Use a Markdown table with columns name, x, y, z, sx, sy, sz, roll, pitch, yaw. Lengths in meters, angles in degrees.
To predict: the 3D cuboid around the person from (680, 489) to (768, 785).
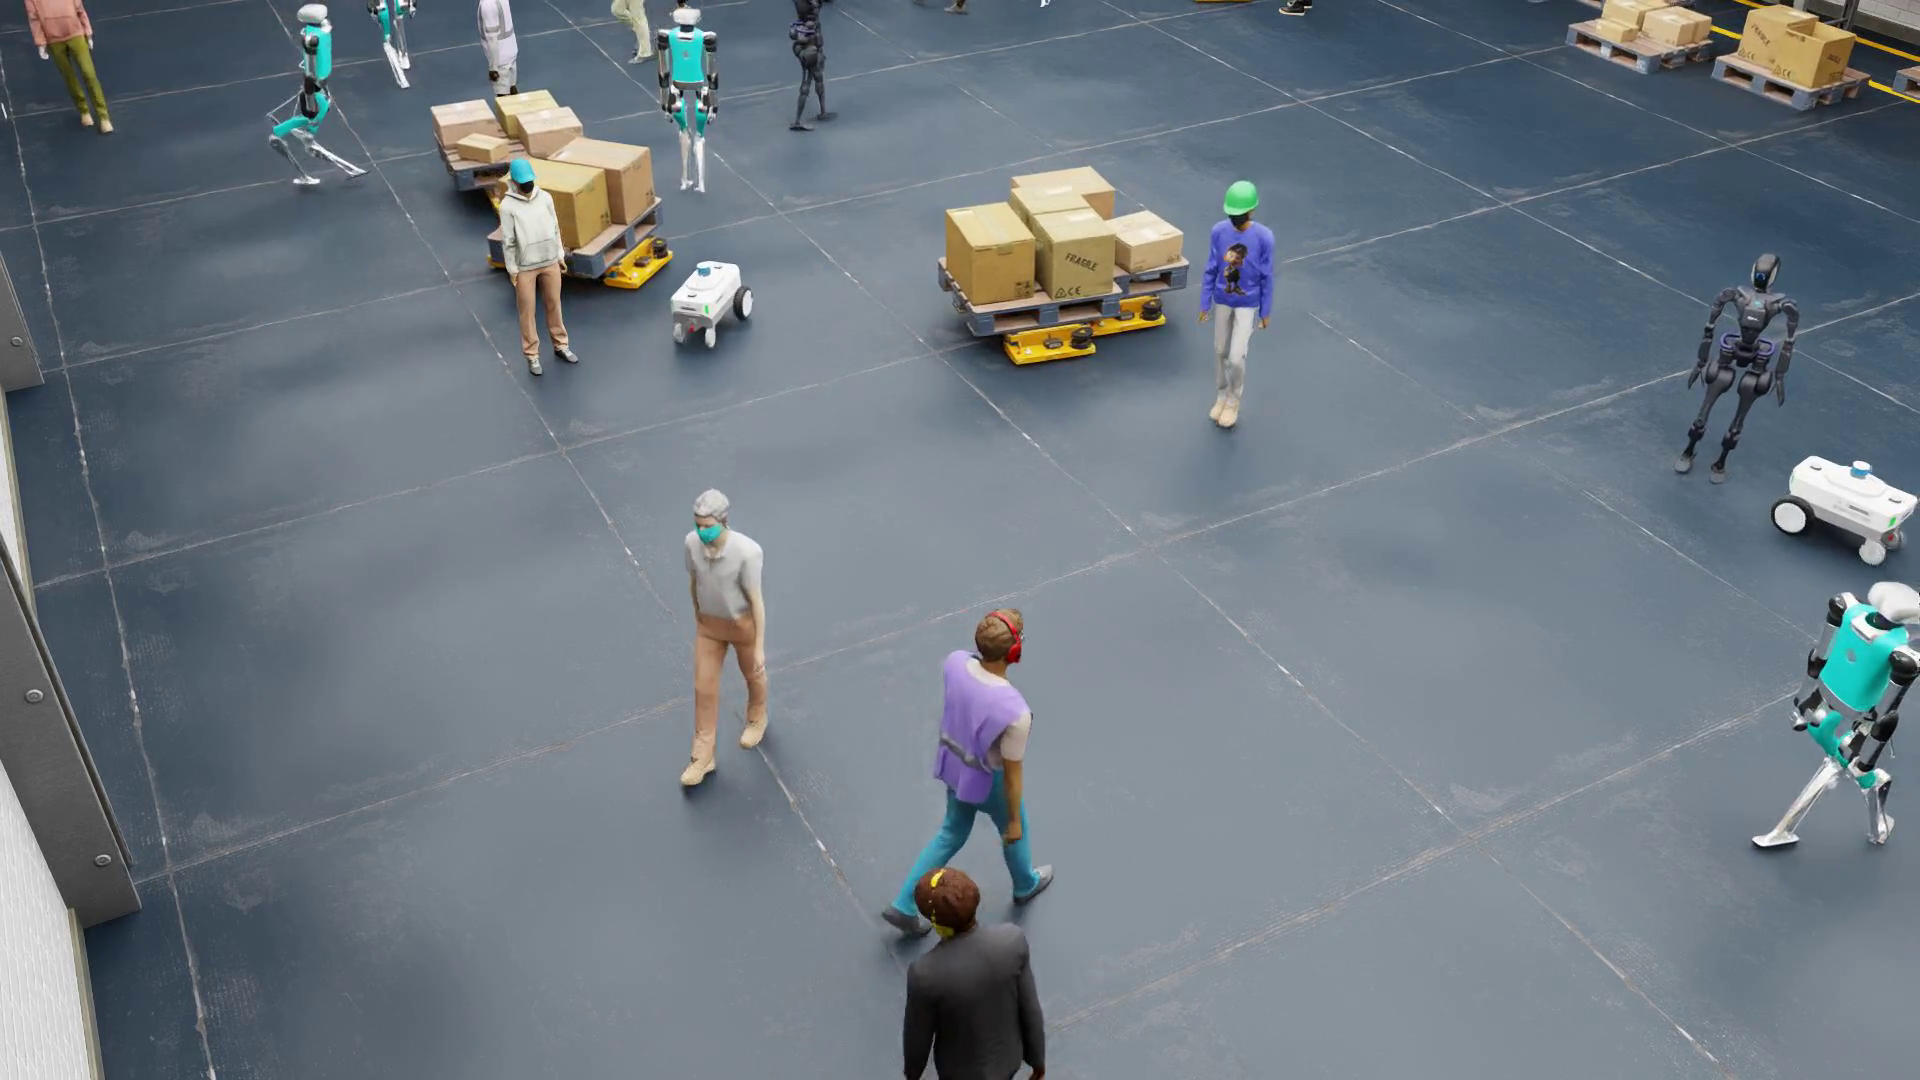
| name | x | y | z | sx | sy | sz | roll | pitch | yaw |
| --- | --- | --- | --- | --- | --- | --- | --- | --- | --- |
| person | -1.238 | 0.517 | 8.714 | 0.495 | 1.714 | 0.803 | 10 | 36 | 14 |

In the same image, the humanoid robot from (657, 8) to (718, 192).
| name | x | y | z | sx | sy | sz | roll | pitch | yaw |
| --- | --- | --- | --- | --- | --- | --- | --- | --- | --- |
| humanoid robot | -2.436 | -4.028 | 15.211 | 0.569 | 1.788 | 0.719 | -1 | 35 | -2 |

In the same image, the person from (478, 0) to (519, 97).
| name | x | y | z | sx | sy | sz | roll | pitch | yaw |
| --- | --- | --- | --- | --- | --- | --- | --- | --- | --- |
| person | -4.423 | -4.630 | 15.883 | 0.385 | 1.930 | 0.542 | 0 | 35 | 0 |

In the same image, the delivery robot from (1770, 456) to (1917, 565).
| name | x | y | z | sx | sy | sz | roll | pitch | yaw |
| --- | --- | --- | --- | --- | --- | --- | --- | --- | --- |
| delivery robot | 5.757 | -0.246 | 10.806 | 0.499 | 0.581 | 0.768 | -27 | 43 | -33 |

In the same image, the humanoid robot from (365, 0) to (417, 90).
| name | x | y | z | sx | sy | sz | roll | pitch | yaw |
| --- | --- | --- | --- | --- | --- | --- | --- | --- | --- |
| humanoid robot | -6.101 | -5.780 | 17.727 | 0.532 | 1.778 | 0.999 | -15 | 38 | -20 |

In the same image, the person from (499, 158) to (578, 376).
| name | x | y | z | sx | sy | sz | roll | pitch | yaw |
| --- | --- | --- | --- | --- | --- | --- | --- | --- | --- |
| person | -3.165 | -2.052 | 12.419 | 0.462 | 1.675 | 0.374 | -24 | 42 | -30 |

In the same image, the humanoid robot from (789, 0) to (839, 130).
| name | x | y | z | sx | sy | sz | roll | pitch | yaw |
| --- | --- | --- | --- | --- | --- | --- | --- | --- | --- |
| humanoid robot | -1.497 | -4.954 | 16.571 | 0.613 | 1.631 | 0.588 | -15 | 38 | -21 |

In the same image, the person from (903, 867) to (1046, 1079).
| name | x | y | z | sx | sy | sz | roll | pitch | yaw |
| --- | --- | --- | --- | --- | --- | --- | --- | --- | --- |
| person | 0.057 | 2.018 | 6.464 | 0.514 | 1.843 | 0.527 | -20 | 40 | -26 |

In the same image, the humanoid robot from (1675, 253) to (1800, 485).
| name | x | y | z | sx | sy | sz | roll | pitch | yaw |
| --- | --- | --- | --- | --- | --- | --- | --- | --- | --- |
| humanoid robot | 5.223 | -1.135 | 11.108 | 0.609 | 1.655 | 0.349 | 17 | 39 | 23 |

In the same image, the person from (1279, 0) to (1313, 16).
| name | x | y | z | sx | sy | sz | roll | pitch | yaw |
| --- | --- | --- | --- | --- | --- | --- | --- | --- | --- |
| person | 4.055 | -7.157 | 19.468 | 0.369 | 1.958 | 0.603 | 17 | 38 | 23 |

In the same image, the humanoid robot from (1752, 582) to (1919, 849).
| name | x | y | z | sx | sy | sz | roll | pitch | yaw |
| --- | --- | --- | --- | --- | --- | --- | --- | --- | --- |
| humanoid robot | 4.526 | 0.907 | 8.195 | 0.870 | 1.835 | 0.565 | -12 | 37 | -17 |

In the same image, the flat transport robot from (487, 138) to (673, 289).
| name | x | y | z | sx | sy | sz | roll | pitch | yaw |
| --- | --- | --- | --- | --- | --- | --- | --- | --- | --- |
| flat transport robot | -3.247 | -2.454 | 14.220 | 1.431 | 0.231 | 0.659 | 11 | 37 | 16 |

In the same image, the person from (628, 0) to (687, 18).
| name | x | y | z | sx | sy | sz | roll | pitch | yaw |
| --- | --- | --- | --- | --- | --- | --- | --- | --- | --- |
| person | -3.612 | -6.955 | 19.441 | 0.924 | 1.640 | 0.538 | 8 | 36 | 11 |

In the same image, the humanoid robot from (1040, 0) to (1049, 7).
| name | x | y | z | sx | sy | sz | roll | pitch | yaw |
| --- | --- | --- | --- | --- | --- | --- | --- | --- | --- |
| humanoid robot | 1.004 | -7.295 | 19.893 | 0.530 | 1.802 | 0.798 | 23 | 41 | 30 |

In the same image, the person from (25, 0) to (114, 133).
| name | x | y | z | sx | sy | sz | roll | pitch | yaw |
| --- | --- | --- | --- | --- | --- | --- | --- | --- | --- |
| person | -8.813 | -4.907 | 16.373 | 0.520 | 1.809 | 0.826 | -16 | 38 | -21 |

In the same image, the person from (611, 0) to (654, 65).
| name | x | y | z | sx | sy | sz | roll | pitch | yaw |
| --- | --- | --- | --- | --- | --- | --- | --- | --- | --- |
| person | -3.578 | -6.086 | 18.047 | 0.449 | 1.821 | 0.586 | -23 | 41 | -29 |

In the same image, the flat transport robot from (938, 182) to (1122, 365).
| name | x | y | z | sx | sy | sz | roll | pitch | yaw |
| --- | --- | --- | --- | --- | --- | --- | --- | --- | --- |
| flat transport robot | 0.534 | -1.841 | 13.344 | 0.659 | 0.231 | 1.431 | -10 | 36 | -14 |

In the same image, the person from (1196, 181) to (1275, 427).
| name | x | y | z | sx | sy | sz | roll | pitch | yaw |
| --- | --- | --- | --- | --- | --- | --- | --- | --- | --- |
| person | 1.903 | -1.635 | 11.668 | 0.489 | 1.851 | 0.536 | 17 | 38 | 23 |

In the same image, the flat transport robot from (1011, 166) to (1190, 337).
| name | x | y | z | sx | sy | sz | roll | pitch | yaw |
| --- | --- | --- | --- | --- | --- | --- | --- | --- | --- |
| flat transport robot | 1.102 | -2.106 | 13.722 | 0.659 | 0.231 | 1.431 | -11 | 37 | -16 |

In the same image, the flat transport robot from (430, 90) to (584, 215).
| name | x | y | z | sx | sy | sz | roll | pitch | yaw |
| --- | --- | --- | --- | --- | --- | --- | --- | --- | --- |
| flat transport robot | -4.188 | -3.447 | 15.637 | 0.659 | 0.231 | 1.431 | -15 | 38 | -20 |

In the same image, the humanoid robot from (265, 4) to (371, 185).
| name | x | y | z | sx | sy | sz | roll | pitch | yaw |
| --- | --- | --- | --- | --- | --- | --- | --- | --- | --- |
| humanoid robot | -5.999 | -4.006 | 15.138 | 0.964 | 1.703 | 0.548 | 0 | 35 | -1 |

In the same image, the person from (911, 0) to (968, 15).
| name | x | y | z | sx | sy | sz | roll | pitch | yaw |
| --- | --- | --- | --- | --- | --- | --- | --- | --- | --- |
| person | -0.333 | -7.139 | 19.492 | 0.984 | 1.886 | 0.569 | 12 | 37 | 16 |

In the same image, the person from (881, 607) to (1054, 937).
| name | x | y | z | sx | sy | sz | roll | pitch | yaw |
| --- | --- | --- | --- | --- | --- | --- | --- | --- | --- |
| person | 0.068 | 1.134 | 7.770 | 0.900 | 1.796 | 0.615 | -25 | 42 | -31 |

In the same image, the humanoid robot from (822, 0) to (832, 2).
| name | x | y | z | sx | sy | sz | roll | pitch | yaw |
| --- | --- | --- | --- | --- | --- | --- | --- | --- | --- |
| humanoid robot | -1.726 | -7.210 | 19.784 | 0.386 | 1.643 | 0.608 | -5 | 35 | -6 |

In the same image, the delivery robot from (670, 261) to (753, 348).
| name | x | y | z | sx | sy | sz | roll | pitch | yaw |
| --- | --- | --- | --- | --- | --- | --- | --- | --- | --- |
| delivery robot | -2.007 | -1.918 | 13.194 | 0.499 | 0.581 | 0.774 | 9 | 36 | 13 |
